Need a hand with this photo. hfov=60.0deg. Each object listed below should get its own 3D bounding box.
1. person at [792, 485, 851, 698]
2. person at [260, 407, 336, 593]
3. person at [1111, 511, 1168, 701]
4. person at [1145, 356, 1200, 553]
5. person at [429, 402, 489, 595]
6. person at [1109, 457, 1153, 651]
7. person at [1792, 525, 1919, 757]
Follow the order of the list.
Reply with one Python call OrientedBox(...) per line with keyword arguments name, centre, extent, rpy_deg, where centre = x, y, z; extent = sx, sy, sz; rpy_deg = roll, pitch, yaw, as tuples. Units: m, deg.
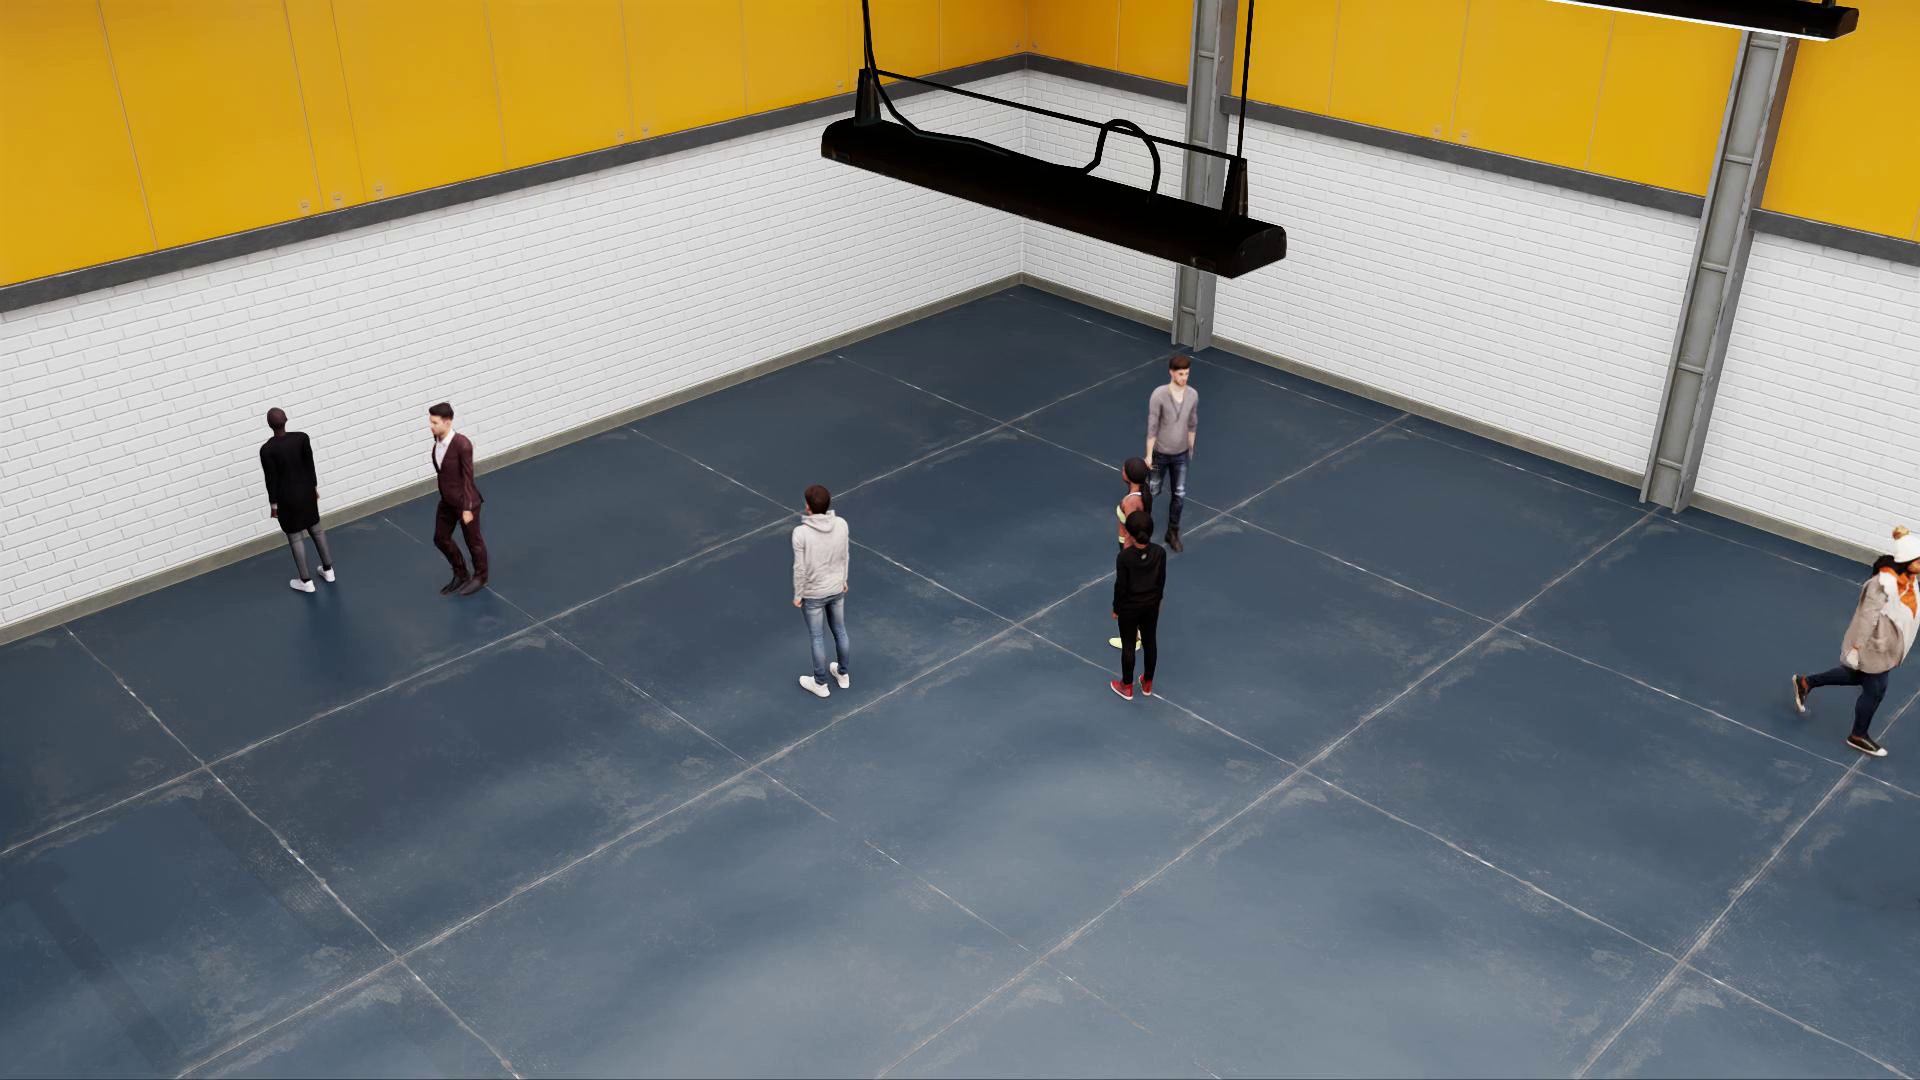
OrientedBox(name="person", centre=(-1.100, 0.400, 13.365), extent=(0.690, 1.853, 0.597), rpy_deg=(-21, 35, -33))
OrientedBox(name="person", centre=(-5.946, -0.374, 14.880), extent=(0.586, 1.761, 0.664), rpy_deg=(20, 35, 32))
OrientedBox(name="person", centre=(1.437, 0.521, 13.330), extent=(0.676, 1.674, 0.683), rpy_deg=(-7, 29, -13))
OrientedBox(name="person", centre=(1.928, -0.865, 15.653), extent=(1.031, 1.884, 1.194), rpy_deg=(-7, 29, -13))
OrientedBox(name="person", centre=(-4.407, -0.400, 14.831), extent=(0.668, 1.853, 0.817), rpy_deg=(20, 34, 32))
OrientedBox(name="person", centre=(1.475, 0.110, 14.002), extent=(0.588, 1.753, 0.618), rpy_deg=(15, 32, 26))
OrientedBox(name="person", centre=(6.933, 0.723, 12.766), extent=(0.730, 1.860, 1.086), rpy_deg=(-22, 36, -35))
